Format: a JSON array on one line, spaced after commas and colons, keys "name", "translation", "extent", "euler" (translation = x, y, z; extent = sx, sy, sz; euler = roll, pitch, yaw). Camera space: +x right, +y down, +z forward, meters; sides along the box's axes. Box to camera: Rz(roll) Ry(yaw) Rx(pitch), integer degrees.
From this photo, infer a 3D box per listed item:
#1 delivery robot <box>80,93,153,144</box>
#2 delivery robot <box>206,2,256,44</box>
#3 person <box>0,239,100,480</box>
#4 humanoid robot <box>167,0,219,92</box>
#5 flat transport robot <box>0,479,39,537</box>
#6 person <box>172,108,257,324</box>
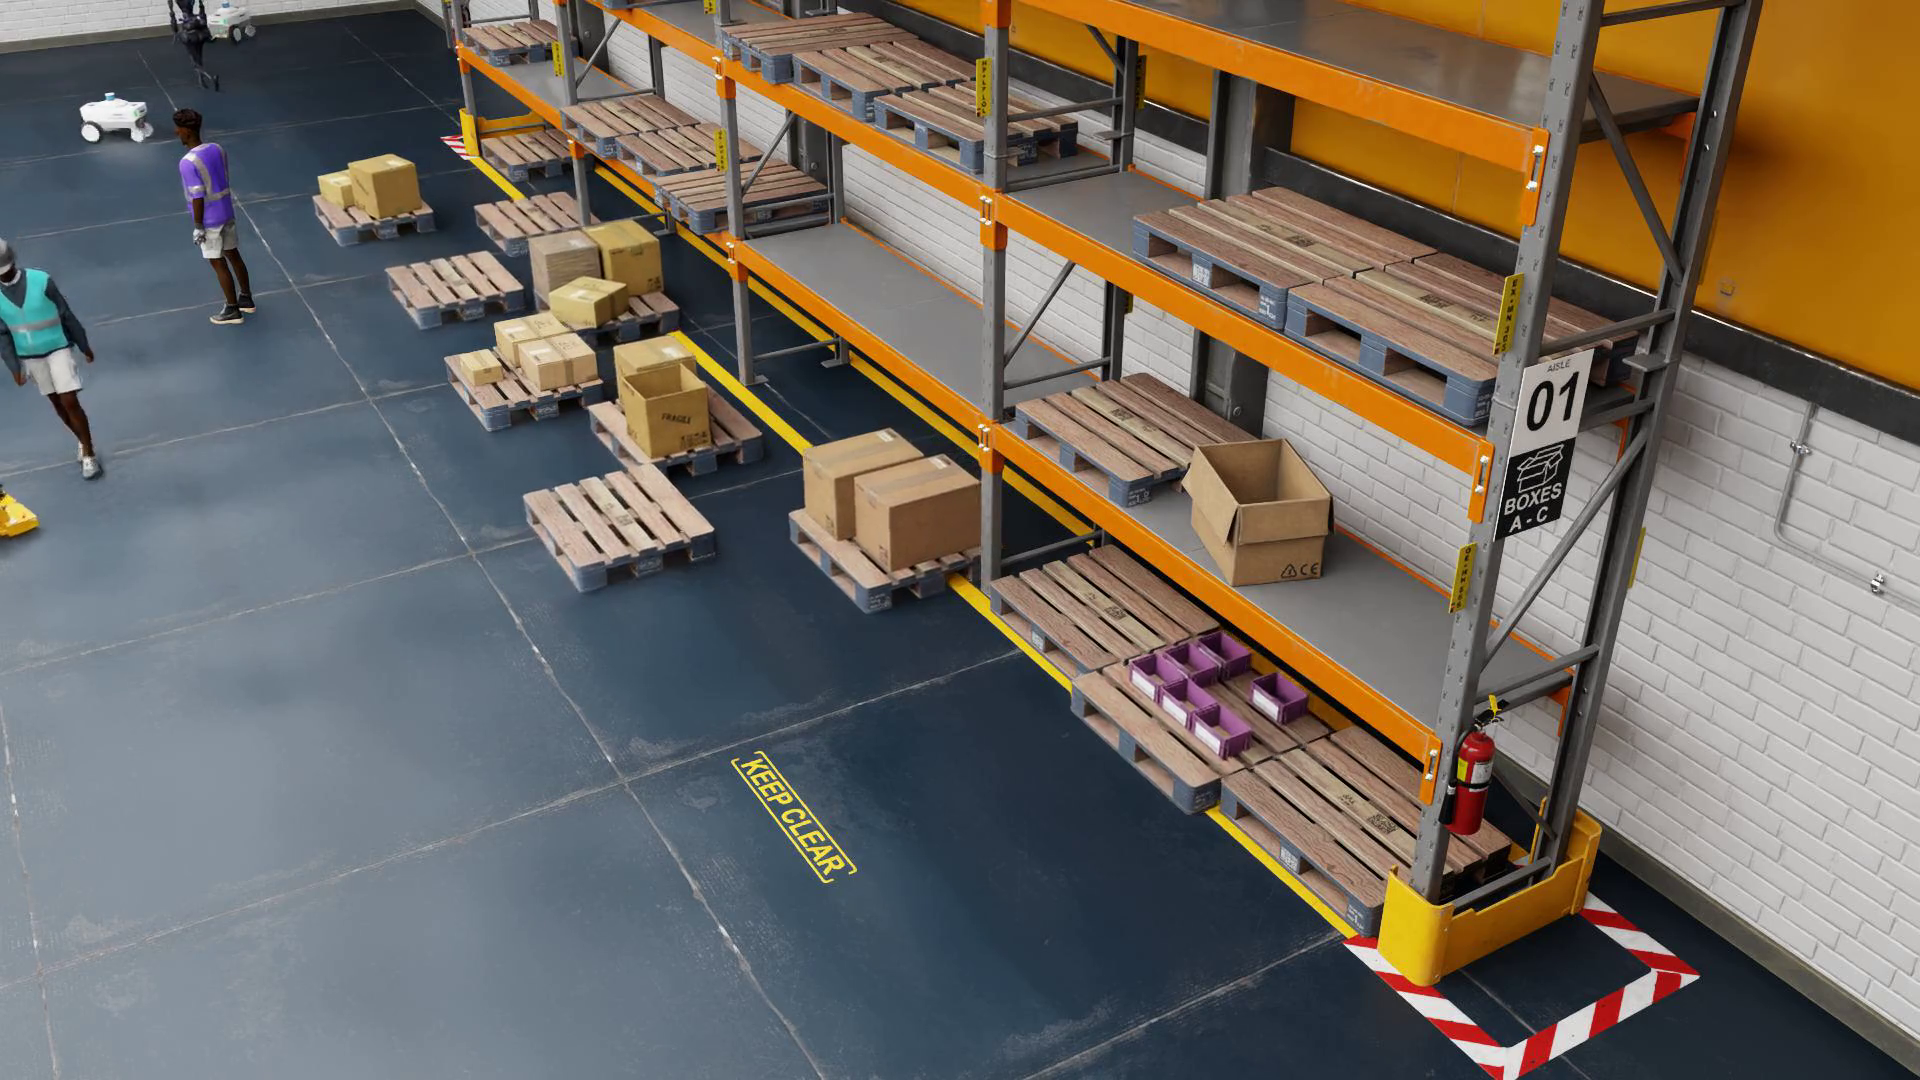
[{"name": "delivery robot", "translation": [-10.453, -5.209, 20.546], "extent": [0.794, 0.603, 0.499], "euler": [-1, 30, -1]}, {"name": "delivery robot", "translation": [-11.067, -7.832, 25.149], "extent": [0.499, 0.576, 0.747], "euler": [4, 30, 8]}, {"name": "person", "translation": [-6.834, -1.367, 12.406], "extent": [0.590, 1.883, 0.803], "euler": [-6, 30, -10]}, {"name": "humanoid robot", "translation": [-10.276, -6.873, 22.355], "extent": [0.642, 1.628, 0.590], "euler": [14, 32, 23]}, {"name": "flat transport robot", "translation": [-7.343, -0.016, 11.659], "extent": [0.659, 0.231, 1.431], "euler": [24, 37, 35]}, {"name": "person", "translation": [-6.790, -2.935, 15.094], "extent": [0.361, 1.963, 0.611], "euler": [4, 30, 6]}]
